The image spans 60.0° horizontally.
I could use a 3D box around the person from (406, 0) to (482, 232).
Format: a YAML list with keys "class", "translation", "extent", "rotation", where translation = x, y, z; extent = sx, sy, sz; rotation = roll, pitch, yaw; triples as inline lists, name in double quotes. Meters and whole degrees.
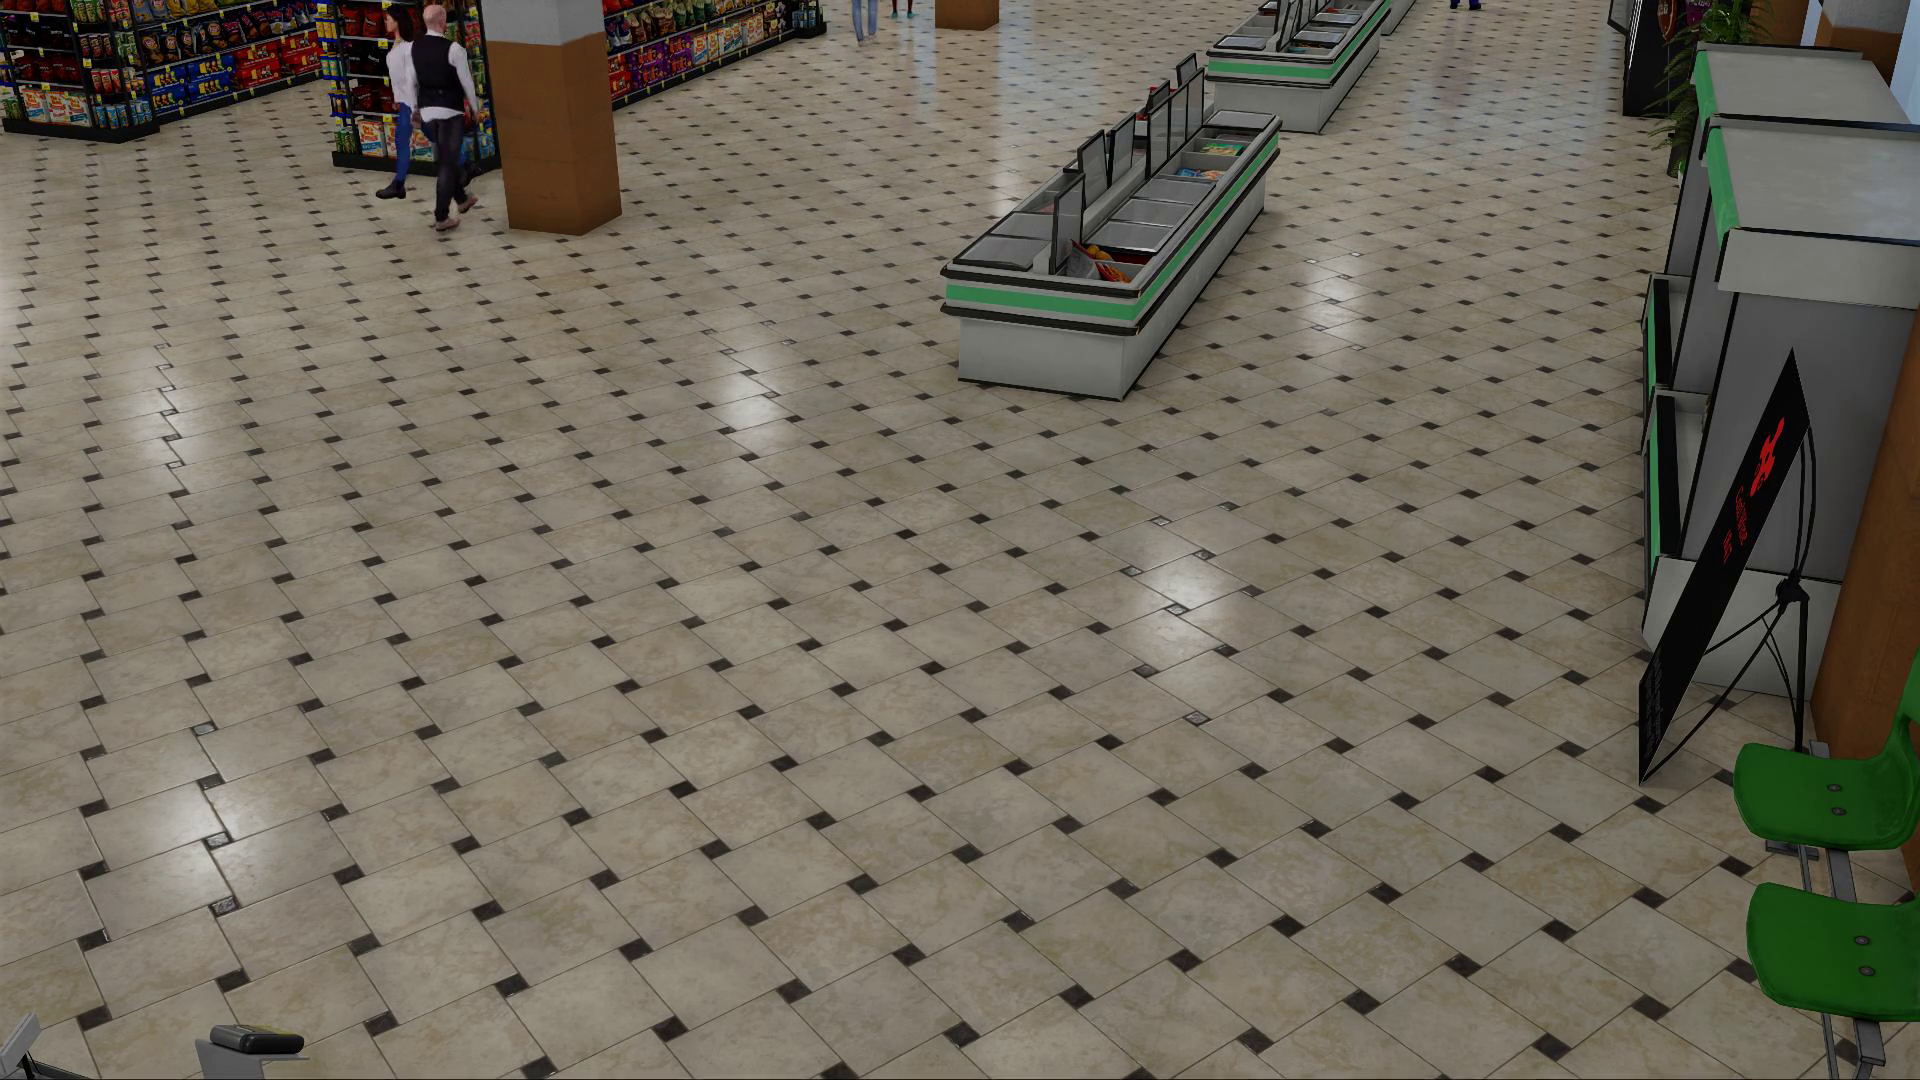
- class: "person"
  translation: [-4.293, -3.433, 13.699]
  extent: [0.718, 1.788, 1.027]
  rotation: [8, 28, 15]

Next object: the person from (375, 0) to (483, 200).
- class: "person"
  translation: [-4.687, -3.808, 14.596]
  extent: [1.190, 1.645, 1.137]
  rotation: [-12, 29, -22]

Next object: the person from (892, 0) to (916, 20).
- class: "person"
  translation: [-0.793, -8.111, 22.993]
  extent: [0.610, 1.723, 0.629]
  rotation: [1, 27, 2]

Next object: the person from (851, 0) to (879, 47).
- class: "person"
  translation: [-1.259, -7.213, 21.102]
  extent: [0.836, 1.833, 0.945]
  rotation: [1, 27, 2]

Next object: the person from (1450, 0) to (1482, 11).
- class: "person"
  translation: [7.287, -8.484, 23.700]
  extent: [0.738, 1.751, 0.570]
  rotation: [12, 29, 23]
